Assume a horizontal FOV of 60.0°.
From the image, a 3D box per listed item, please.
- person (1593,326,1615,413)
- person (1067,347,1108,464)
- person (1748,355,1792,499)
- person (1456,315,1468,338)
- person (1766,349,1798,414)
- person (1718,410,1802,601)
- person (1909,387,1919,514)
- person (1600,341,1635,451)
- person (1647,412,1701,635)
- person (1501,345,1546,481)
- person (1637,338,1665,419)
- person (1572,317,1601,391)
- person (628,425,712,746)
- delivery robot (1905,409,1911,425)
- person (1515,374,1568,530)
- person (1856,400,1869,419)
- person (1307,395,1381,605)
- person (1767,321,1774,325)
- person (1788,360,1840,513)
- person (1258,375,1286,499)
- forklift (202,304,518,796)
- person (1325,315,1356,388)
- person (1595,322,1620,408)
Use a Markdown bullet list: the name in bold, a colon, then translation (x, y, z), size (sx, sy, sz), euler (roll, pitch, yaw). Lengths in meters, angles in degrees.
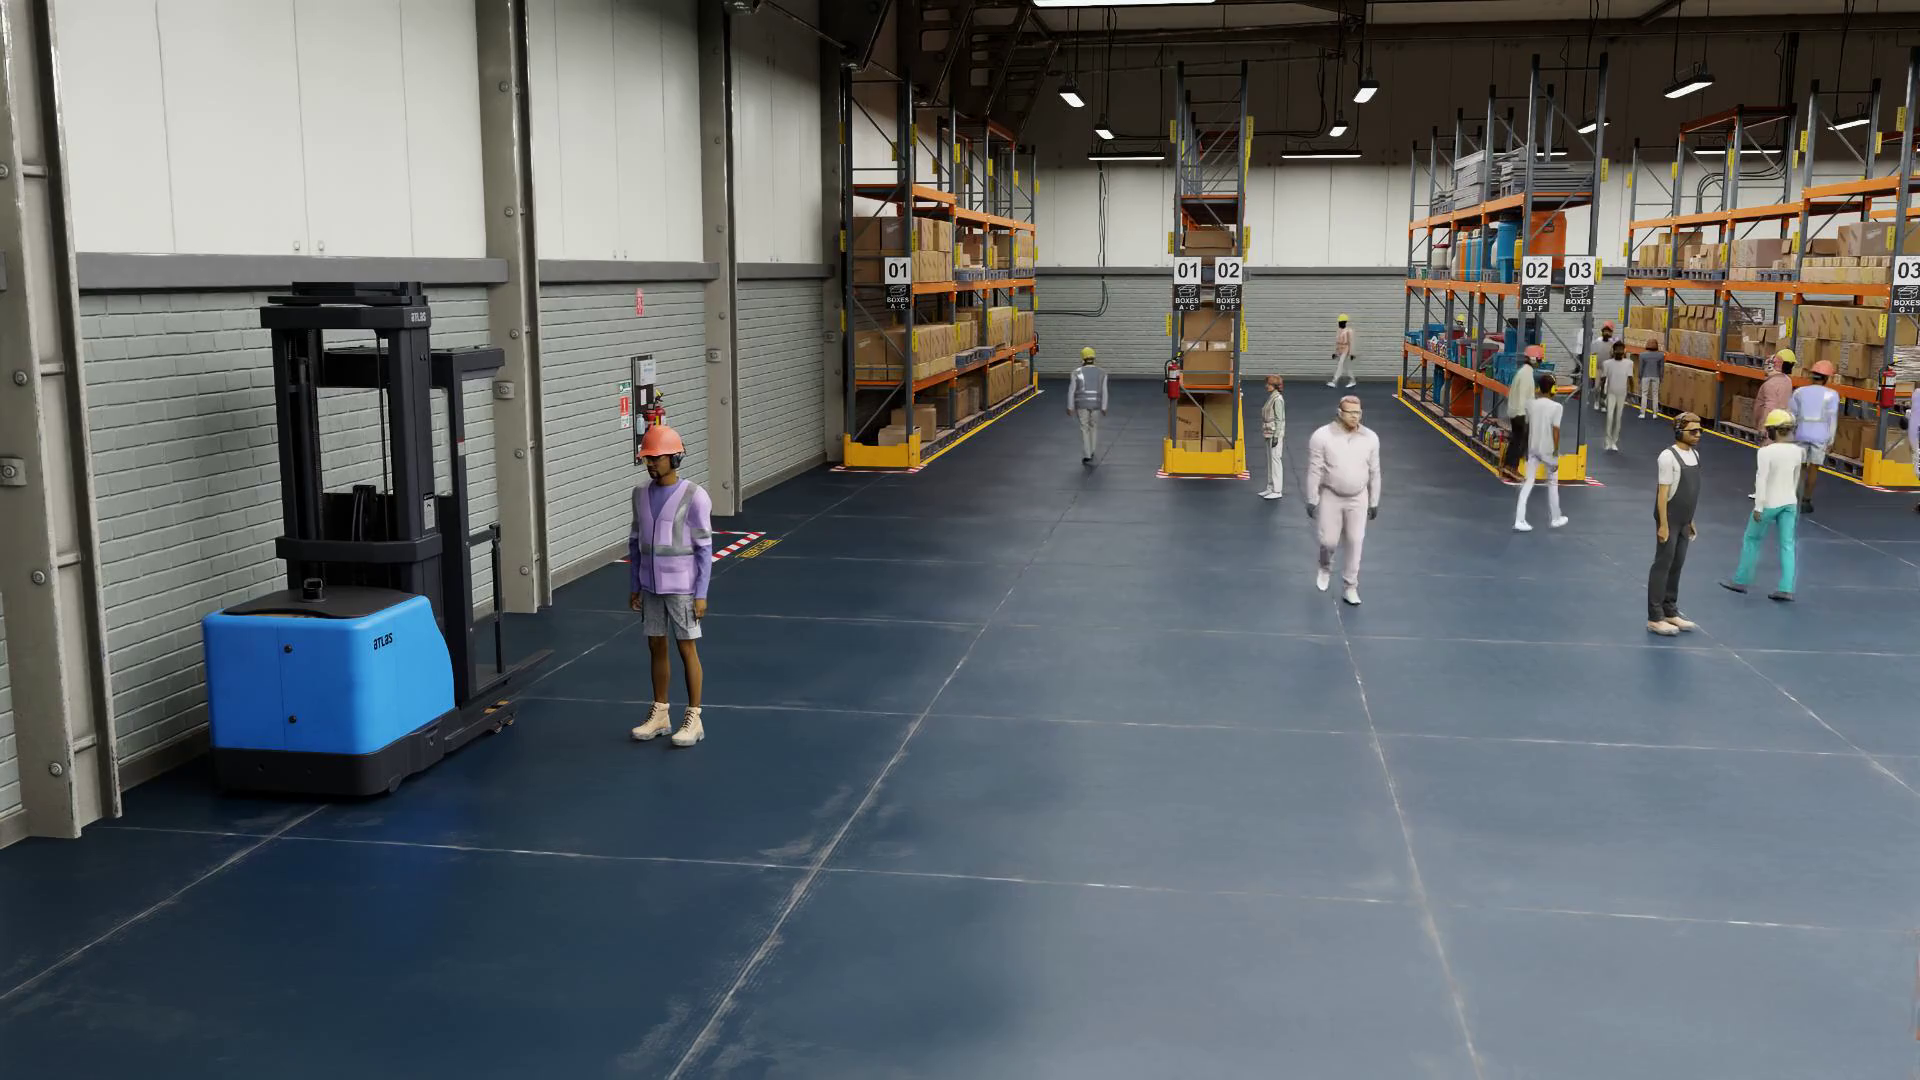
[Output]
- **person**: translation (13.807, -3.683, 35.724), size (0.505, 1.841, 0.897), euler (3, 10, 20)
- **person**: translation (1.968, -2.114, 26.101), size (0.601, 1.801, 0.743), euler (-3, 10, -16)
- **person**: translation (10.702, -1.494, 21.991), size (0.403, 1.906, 0.652), euler (9, 13, 44)
- **person**: translation (13.335, -5.096, 44.431), size (0.591, 1.834, 0.404), euler (5, 10, 26)
- **person**: translation (11.496, -1.717, 23.345), size (0.394, 1.915, 0.601), euler (1, 9, 5)
- **person**: translation (7.440, -0.335, 15.347), size (0.557, 1.731, 0.802), euler (-3, 10, -18)
- **person**: translation (11.952, -1.234, 20.364), size (0.633, 1.919, 0.738), euler (0, 9, 1)
- **person**: translation (10.965, -2.378, 27.682), size (0.515, 1.838, 0.877), euler (2, 9, 10)
- **person**: translation (5.983, -0.148, 13.877), size (0.506, 1.846, 0.348), euler (-7, 12, -38)
- **person**: translation (8.055, -1.811, 23.802), size (0.572, 1.954, 0.627), euler (2, 9, 12)
- **person**: translation (14.072, -3.289, 33.892), size (0.500, 1.636, 0.280), euler (2, 9, 13)
- **person**: translation (15.632, -4.611, 41.312), size (0.970, 1.868, 0.622), euler (-1, 9, -7)
- **person**: translation (-1.867, 0.287, 10.588), size (0.615, 2.043, 0.373), euler (5, 10, 28)
- **delivery robot**: translation (17.894, -2.305, 30.993), size (0.477, 0.478, 0.707), euler (2, 9, 14)
- **person**: translation (6.783, -1.026, 19.378), size (0.973, 1.819, 0.542), euler (-8, 12, -39)
- **person**: translation (17.637, -3.045, 32.477), size (0.523, 1.592, 0.801), euler (1, 9, 4)
- **person**: translation (3.492, -0.377, 15.138), size (0.676, 1.891, 0.496), euler (0, 9, -1)
- **person**: translation (17.991, -3.924, 37.028), size (0.665, 1.888, 0.433), euler (-1, 9, -8)
- **person**: translation (10.585, -1.279, 20.688), size (0.559, 1.910, 0.551), euler (-9, 13, -44)
- **person**: translation (4.149, -1.365, 22.022), size (0.306, 1.637, 0.522), euler (0, 9, -1)
- **forklift**: translation (-3.673, -0.038, 10.147), size (1.129, 2.768, 1.873), euler (1, 9, 9)
- **person**: translation (9.850, -4.852, 42.787), size (1.000, 1.879, 0.604), euler (-3, 10, -19)
- **person**: translation (14.348, -3.900, 36.889), size (0.554, 1.893, 0.985), euler (2, 9, 9)
